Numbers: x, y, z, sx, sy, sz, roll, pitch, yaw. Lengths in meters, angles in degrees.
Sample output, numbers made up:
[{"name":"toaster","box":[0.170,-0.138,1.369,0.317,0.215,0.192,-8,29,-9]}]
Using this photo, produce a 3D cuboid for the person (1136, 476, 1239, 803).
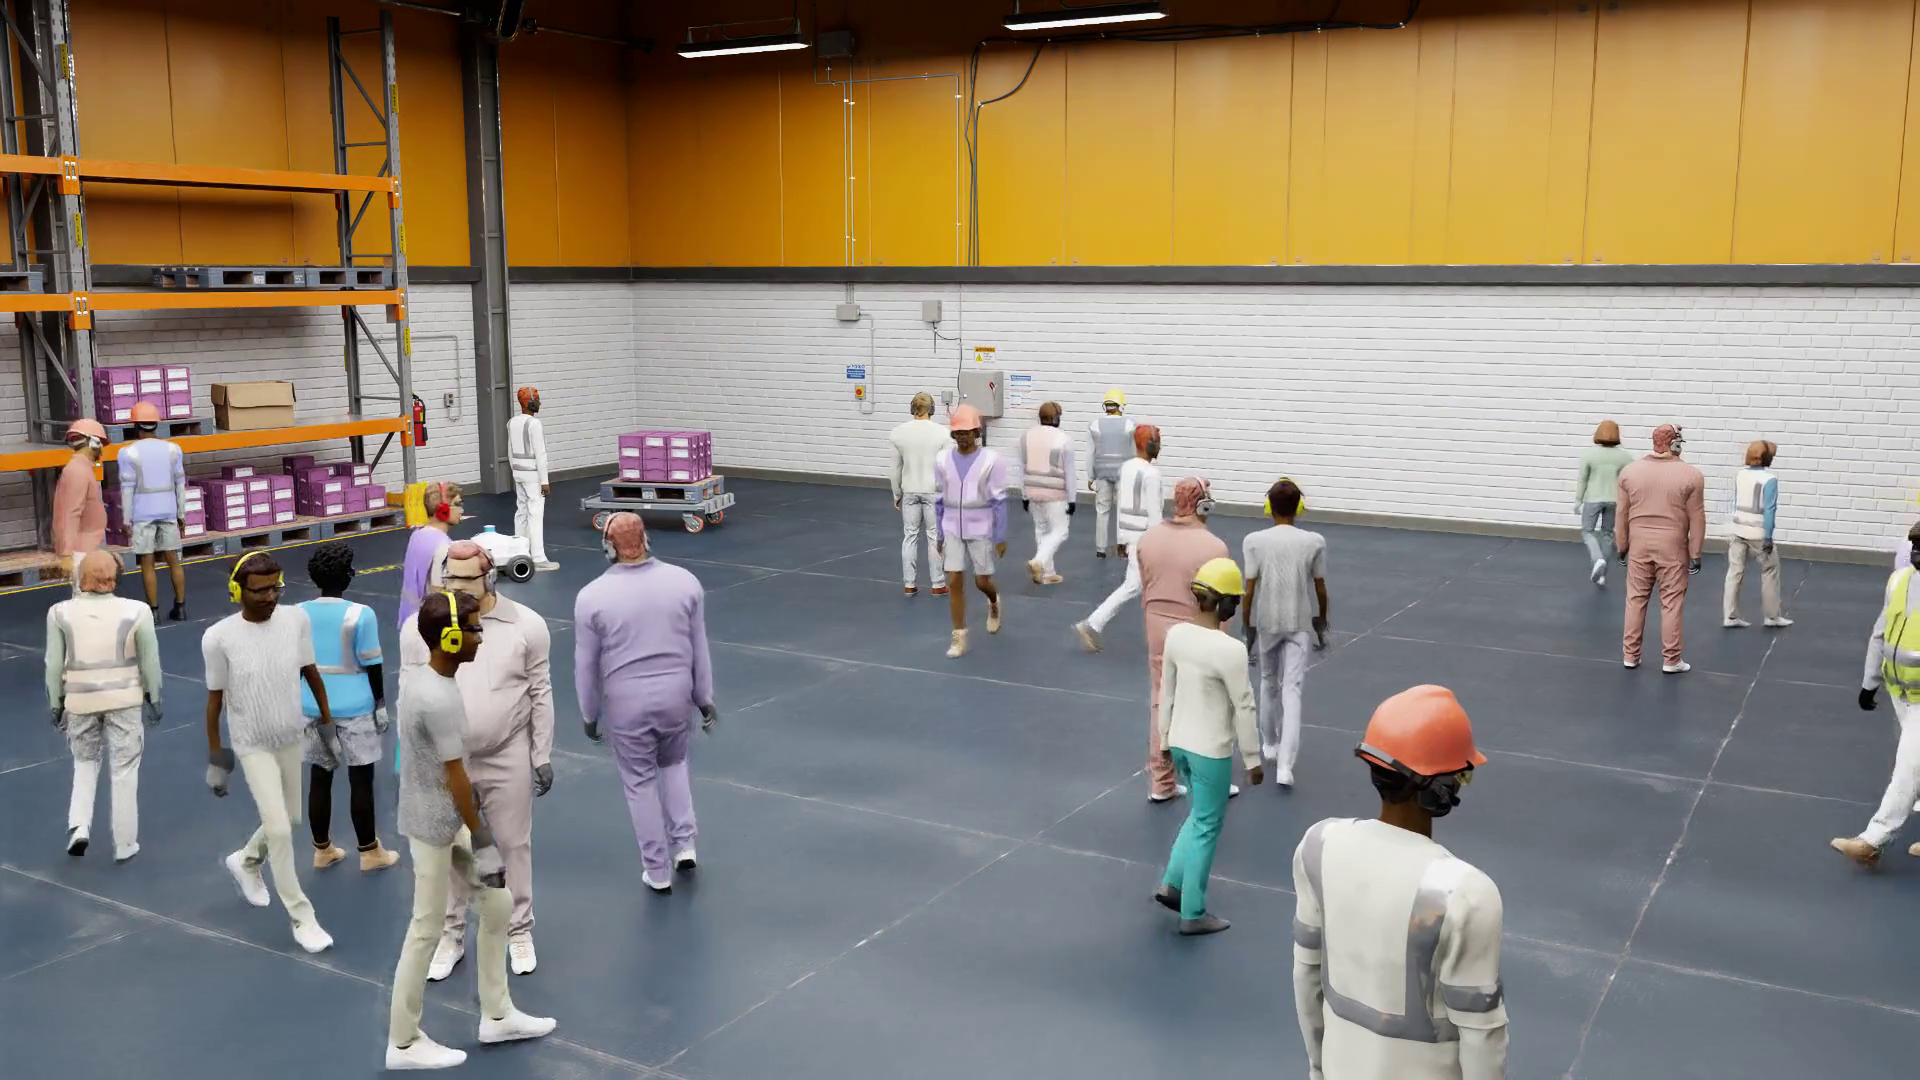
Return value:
[{"name":"person","box":[1.341,0.568,9.556,0.653,1.891,0.621,8,12,41]}]

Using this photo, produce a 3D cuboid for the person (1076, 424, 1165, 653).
[{"name":"person","box":[1.374,-0.009,13.303,0.926,1.851,0.585,-3,10,-18]}]

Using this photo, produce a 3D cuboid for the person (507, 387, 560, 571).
[{"name":"person","box":[-4.384,-0.622,16.996,0.573,1.883,0.355,8,12,43]}]

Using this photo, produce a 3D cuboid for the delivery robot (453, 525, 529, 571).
[{"name":"delivery robot","box":[-4.613,0.099,16.332,0.707,0.478,0.477,-5,10,-29]}]

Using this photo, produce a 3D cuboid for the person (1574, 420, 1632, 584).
[{"name":"person","box":[6.237,-0.349,16.101,0.504,1.624,0.506,1,9,6]}]

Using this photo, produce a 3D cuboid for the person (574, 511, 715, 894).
[{"name":"person","box":[-1.554,0.795,8.151,0.669,1.879,0.478,-5,10,-27]}]

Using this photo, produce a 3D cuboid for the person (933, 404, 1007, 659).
[{"name":"person","box":[0.099,-0.095,13.309,0.610,2.017,0.800,3,10,19]}]

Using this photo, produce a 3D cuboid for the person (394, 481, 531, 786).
[{"name":"person","box":[-2.992,0.546,9.934,0.927,1.799,0.597,-6,11,-34]}]

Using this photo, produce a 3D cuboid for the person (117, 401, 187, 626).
[{"name":"person","box":[-6.986,-0.230,14.380,0.373,1.934,0.551,8,12,39]}]

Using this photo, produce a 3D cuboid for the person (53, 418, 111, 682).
[{"name":"person","box":[-6.574,0.069,12.477,0.511,1.946,0.658,-5,10,-29]}]

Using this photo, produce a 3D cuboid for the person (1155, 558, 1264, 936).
[{"name":"person","box":[1.137,0.951,7.597,0.380,1.749,0.524,-5,10,-26]}]

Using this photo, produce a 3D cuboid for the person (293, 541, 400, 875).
[{"name":"person","box":[-3.124,0.849,8.387,0.529,1.697,0.321,2,9,13]}]

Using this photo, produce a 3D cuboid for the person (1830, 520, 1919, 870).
[{"name":"person","box":[4.826,0.780,8.482,0.929,1.802,0.656,-2,9,-11]}]

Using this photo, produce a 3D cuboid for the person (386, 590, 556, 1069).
[{"name":"person","box":[-1.863,1.111,6.320,0.777,1.835,0.537,-2,9,-13]}]

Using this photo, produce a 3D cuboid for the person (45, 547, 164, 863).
[{"name":"person","box":[-4.398,0.856,8.569,0.533,1.622,0.358,-2,9,-12]}]

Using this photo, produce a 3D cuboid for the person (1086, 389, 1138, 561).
[{"name":"person","box":[1.627,-0.681,17.554,0.586,1.823,0.403,2,9,11]}]

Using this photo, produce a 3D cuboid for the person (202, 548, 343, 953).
[{"name":"person","box":[-3.164,0.915,7.565,0.835,1.832,0.588,7,12,38]}]

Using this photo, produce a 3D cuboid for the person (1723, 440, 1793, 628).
[{"name":"person","box":[6.850,-0.043,14.177,0.674,1.614,0.540,-2,9,-14]}]

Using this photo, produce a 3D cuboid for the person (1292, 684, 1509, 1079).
[{"name":"person","box":[1.097,1.359,4.133,0.377,2.044,0.607,-7,11,-36]}]

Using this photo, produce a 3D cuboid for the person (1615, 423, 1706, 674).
[{"name":"person","box":[5.333,0.061,12.667,0.646,1.904,0.401,8,12,40]}]

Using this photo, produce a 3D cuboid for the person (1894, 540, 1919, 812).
[{"name":"person","box":[5.477,0.596,9.308,0.608,1.907,0.426,-3,10,-20]}]

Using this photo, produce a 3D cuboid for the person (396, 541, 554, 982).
[{"name":"person","box":[-2.077,0.944,7.153,0.652,1.905,0.408,-2,9,-10]}]

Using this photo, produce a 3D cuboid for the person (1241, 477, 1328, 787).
[{"name":"person","box":[1.953,0.533,10.004,0.524,1.825,0.990,2,9,12]}]

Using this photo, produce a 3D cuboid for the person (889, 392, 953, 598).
[{"name":"person","box":[-0.346,-0.419,15.570,0.628,1.935,0.373,2,9,14]}]

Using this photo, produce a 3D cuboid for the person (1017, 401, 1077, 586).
[{"name":"person","box":[0.819,-0.426,15.986,0.627,1.822,0.668,7,11,36]}]
